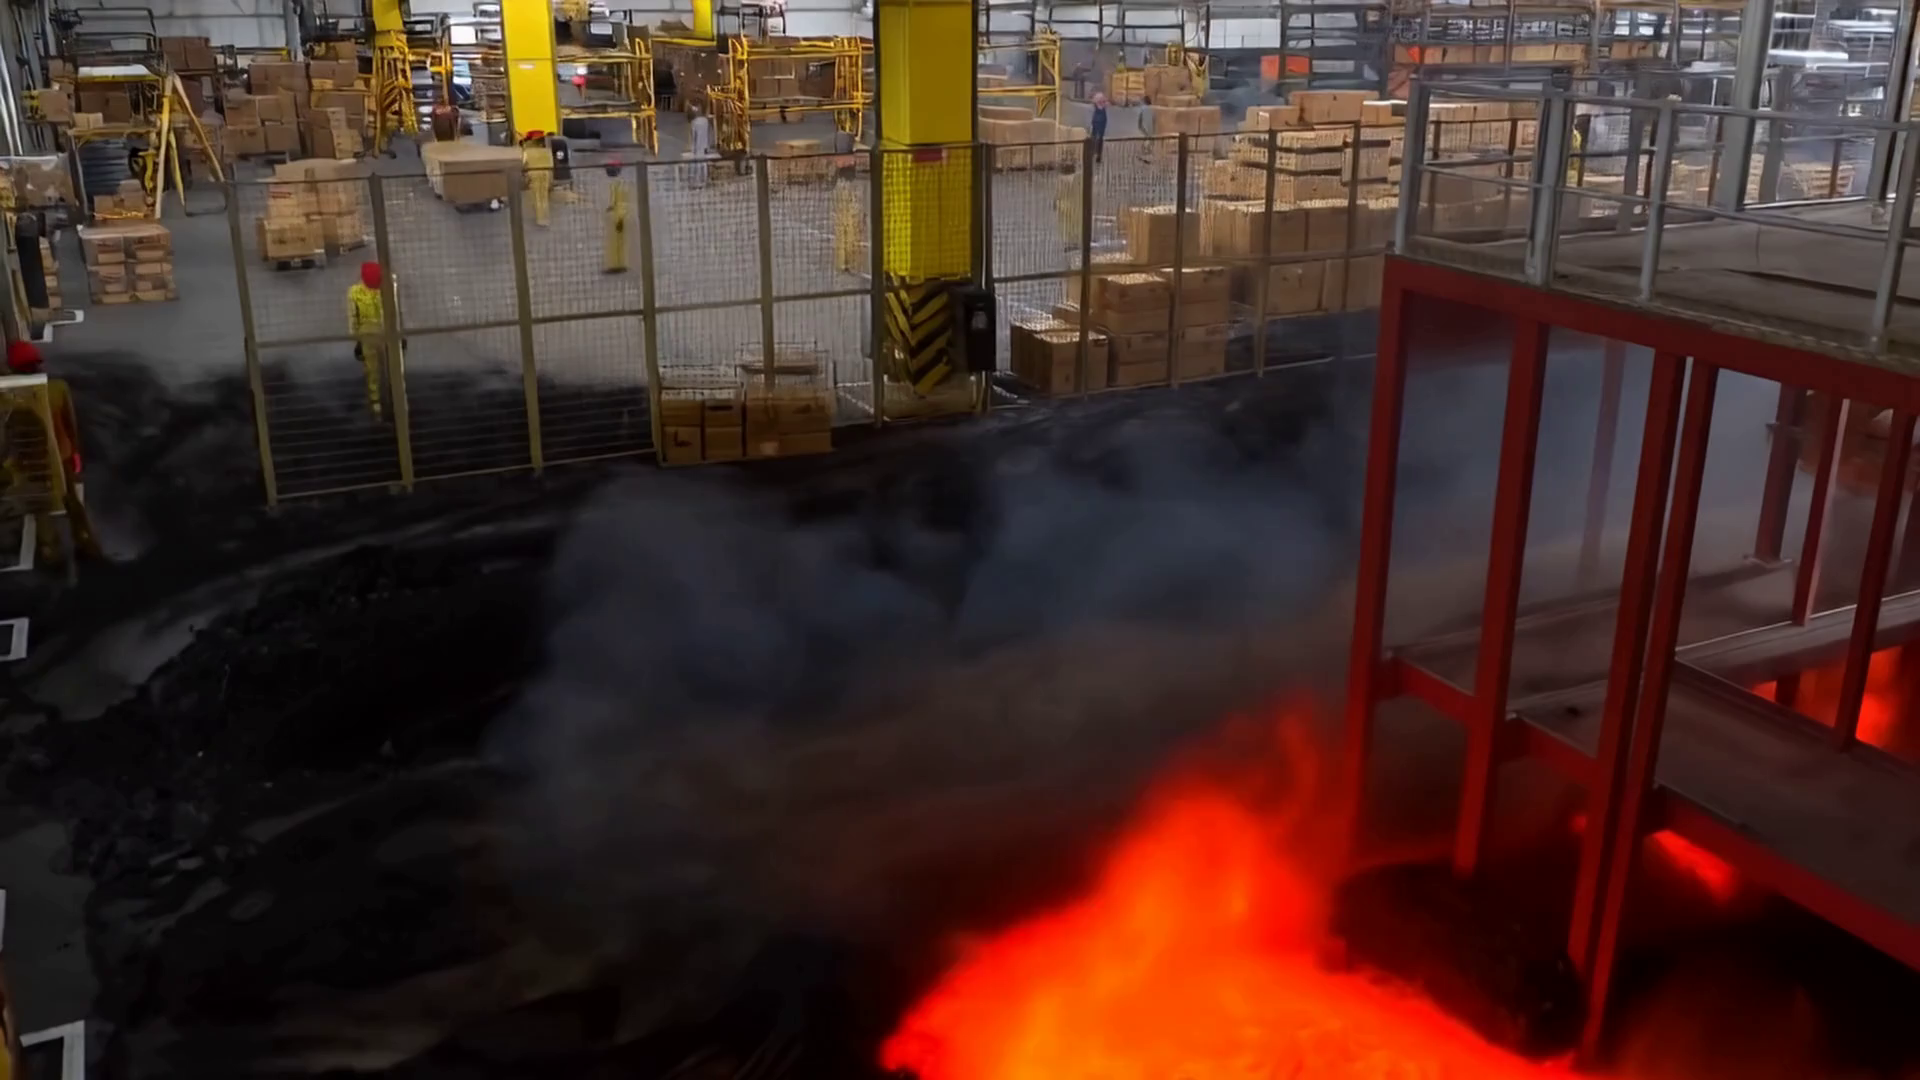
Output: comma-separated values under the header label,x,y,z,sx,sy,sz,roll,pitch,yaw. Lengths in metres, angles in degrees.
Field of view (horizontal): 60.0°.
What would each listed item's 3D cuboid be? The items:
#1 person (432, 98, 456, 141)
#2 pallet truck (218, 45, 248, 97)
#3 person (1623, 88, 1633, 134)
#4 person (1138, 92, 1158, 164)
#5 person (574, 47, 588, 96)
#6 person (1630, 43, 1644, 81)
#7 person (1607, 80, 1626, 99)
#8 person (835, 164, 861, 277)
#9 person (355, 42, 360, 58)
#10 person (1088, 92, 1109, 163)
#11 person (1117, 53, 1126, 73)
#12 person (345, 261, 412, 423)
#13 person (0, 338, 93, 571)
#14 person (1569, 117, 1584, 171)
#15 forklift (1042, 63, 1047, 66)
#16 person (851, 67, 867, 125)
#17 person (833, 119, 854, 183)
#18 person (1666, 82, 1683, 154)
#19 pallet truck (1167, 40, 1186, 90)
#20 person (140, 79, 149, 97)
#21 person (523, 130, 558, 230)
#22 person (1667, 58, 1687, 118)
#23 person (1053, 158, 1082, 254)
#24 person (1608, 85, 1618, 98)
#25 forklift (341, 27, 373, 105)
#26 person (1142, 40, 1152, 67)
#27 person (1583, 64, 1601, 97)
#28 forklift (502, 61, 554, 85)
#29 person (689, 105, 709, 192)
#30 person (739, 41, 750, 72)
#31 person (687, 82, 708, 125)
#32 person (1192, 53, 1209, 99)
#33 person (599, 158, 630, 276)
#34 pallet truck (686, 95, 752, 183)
label,x,y,z,sx,sy,sz,roll,pitch,yaw
person,-12.613,-9.878,40.794,0.551,1.908,0.850,-1,19,-2
pallet truck,-28.879,-18.665,66.111,0.823,1.965,1.885,-3,19,-9
person,17.562,-10.980,43.988,0.561,1.891,0.932,0,19,-1
person,4.899,-10.688,43.209,0.559,1.852,0.410,-17,25,-40
person,-15.009,-18.555,65.906,0.563,1.917,0.550,-11,22,-28
person,30.215,-21.315,74.275,0.671,1.672,0.553,15,24,37
person,20.901,-14.022,53.056,0.528,1.736,0.807,6,20,17
person,-1.865,-5.319,27.658,0.429,1.845,0.621,-2,19,-5
person,-27.981,-22.407,77.053,0.627,1.936,0.376,17,25,40
person,3.635,-10.789,43.566,0.542,1.801,0.924,0,19,1
person,6.597,-19.077,67.911,0.533,1.584,0.879,-15,24,-37
person,-6.539,-2.238,18.752,0.639,1.830,0.429,-12,22,-31
person,-7.785,-0.727,14.118,0.395,1.992,0.623,14,24,35
person,13.162,-8.122,35.662,0.385,1.921,0.596,14,23,35
forklift,4.479,-25.641,84.998,1.873,2.768,1.129,-9,21,-25
person,-3.286,-14.404,53.947,0.577,1.867,0.437,-11,22,-30
person,-2.610,-8.617,37.455,0.531,1.689,0.322,8,21,23
person,19.673,-11.655,45.927,0.613,1.916,1.015,-8,21,-23
pallet truck,9.045,-19.971,69.895,0.823,1.965,1.885,-3,19,-8
person,-25.118,-13.429,51.489,0.523,1.631,0.323,9,21,25
person,-8.234,-7.100,32.725,0.600,1.896,0.809,0,19,-1
person,24.446,-15.426,56.735,0.608,1.987,0.391,6,20,17
person,1.932,-6.031,29.942,0.503,1.690,0.922,4,20,13
person,17.755,-11.480,45.485,0.534,1.863,0.315,-9,21,-24
forklift,-22.275,-17.346,60.954,1.873,2.768,1.129,-9,21,-25
person,8.288,-21.299,73.981,0.429,1.844,0.627,8,21,23
person,19.817,-13.874,52.156,0.536,2.000,0.683,2,19,7
forklift,-18.545,-20.815,71.009,1.129,2.768,1.873,18,26,42
person,-5.974,-8.939,38.015,0.370,1.934,0.627,8,20,21
person,-9.253,-20.384,71.182,0.637,1.936,0.356,-6,20,-18
person,-7.258,-11.677,45.993,0.588,1.905,0.759,1,19,3
person,8.896,-17.047,61.602,0.603,1.876,0.909,1,19,2
person,-5.785,-5.361,27.647,0.529,1.928,0.655,-4,19,-12
pallet truck,-5.836,-9.608,39.856,0.823,1.965,1.885,10,22,27
